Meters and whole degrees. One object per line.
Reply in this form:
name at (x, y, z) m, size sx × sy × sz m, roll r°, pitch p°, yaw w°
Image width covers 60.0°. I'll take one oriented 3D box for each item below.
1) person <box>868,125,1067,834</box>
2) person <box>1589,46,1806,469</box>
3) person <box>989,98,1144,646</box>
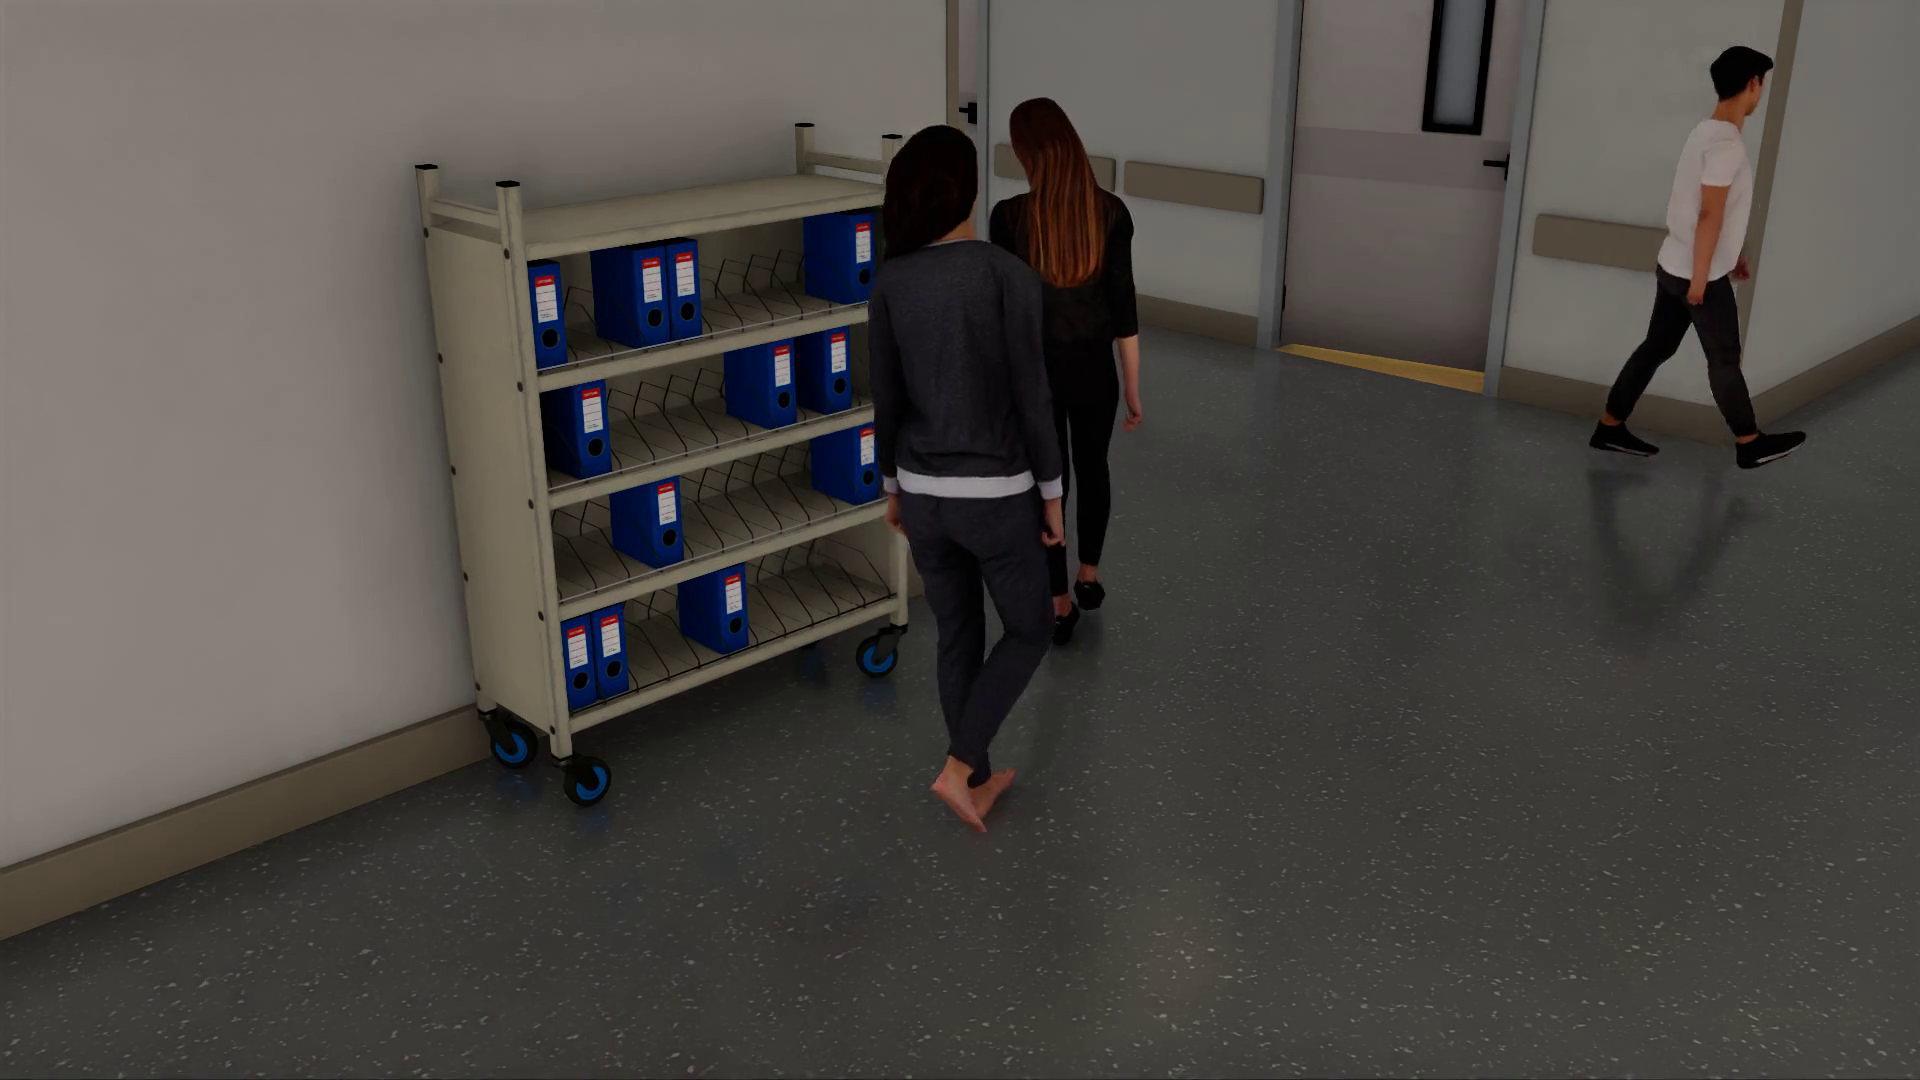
person at (-0.017, -0.072, 3.980) m, size 0.831 × 1.744 × 0.923 m, roll 11°, pitch 23°, yaw 27°
person at (2.941, -1.128, 6.833) m, size 1.052 × 1.665 × 1.084 m, roll 6°, pitch 22°, yaw 16°
person at (0.300, -0.462, 5.100) m, size 0.784 × 1.679 × 0.834 m, roll 3°, pitch 21°, yaw 7°
